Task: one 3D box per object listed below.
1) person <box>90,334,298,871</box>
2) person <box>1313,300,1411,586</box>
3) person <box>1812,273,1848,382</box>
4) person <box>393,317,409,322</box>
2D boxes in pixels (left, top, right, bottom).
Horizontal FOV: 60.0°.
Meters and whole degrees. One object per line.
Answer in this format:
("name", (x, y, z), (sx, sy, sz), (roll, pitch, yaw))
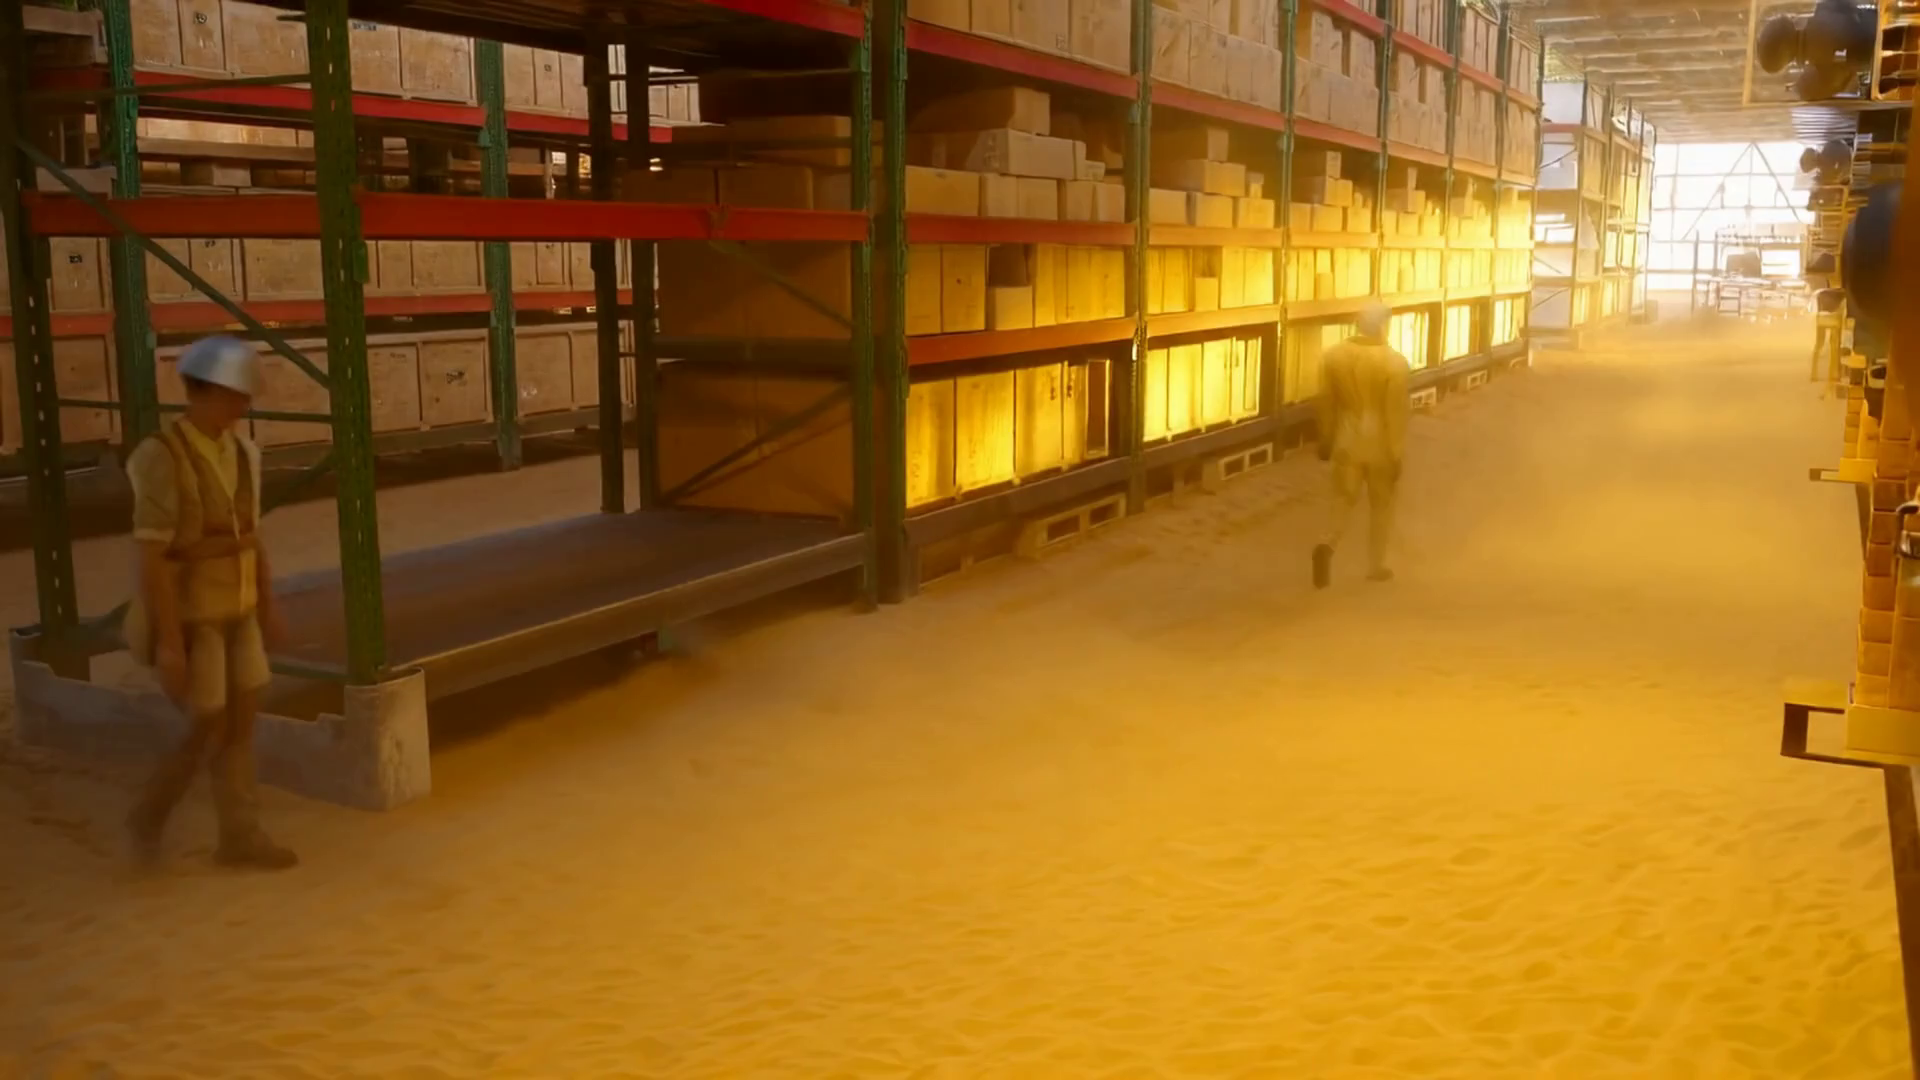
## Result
("person", (-2.726, 0.228, 5.863), (0.708, 1.895, 0.606), (3, 10, 17))
("person", (2.601, -0.618, 10.820), (0.651, 1.881, 0.775), (7, 12, 34))
("person", (14.706, -3.583, 28.123), (0.393, 1.836, 0.561), (-8, 12, -38))
("person", (-6.819, -2.211, 20.438), (0.316, 1.741, 0.493), (-3, 10, -16))
